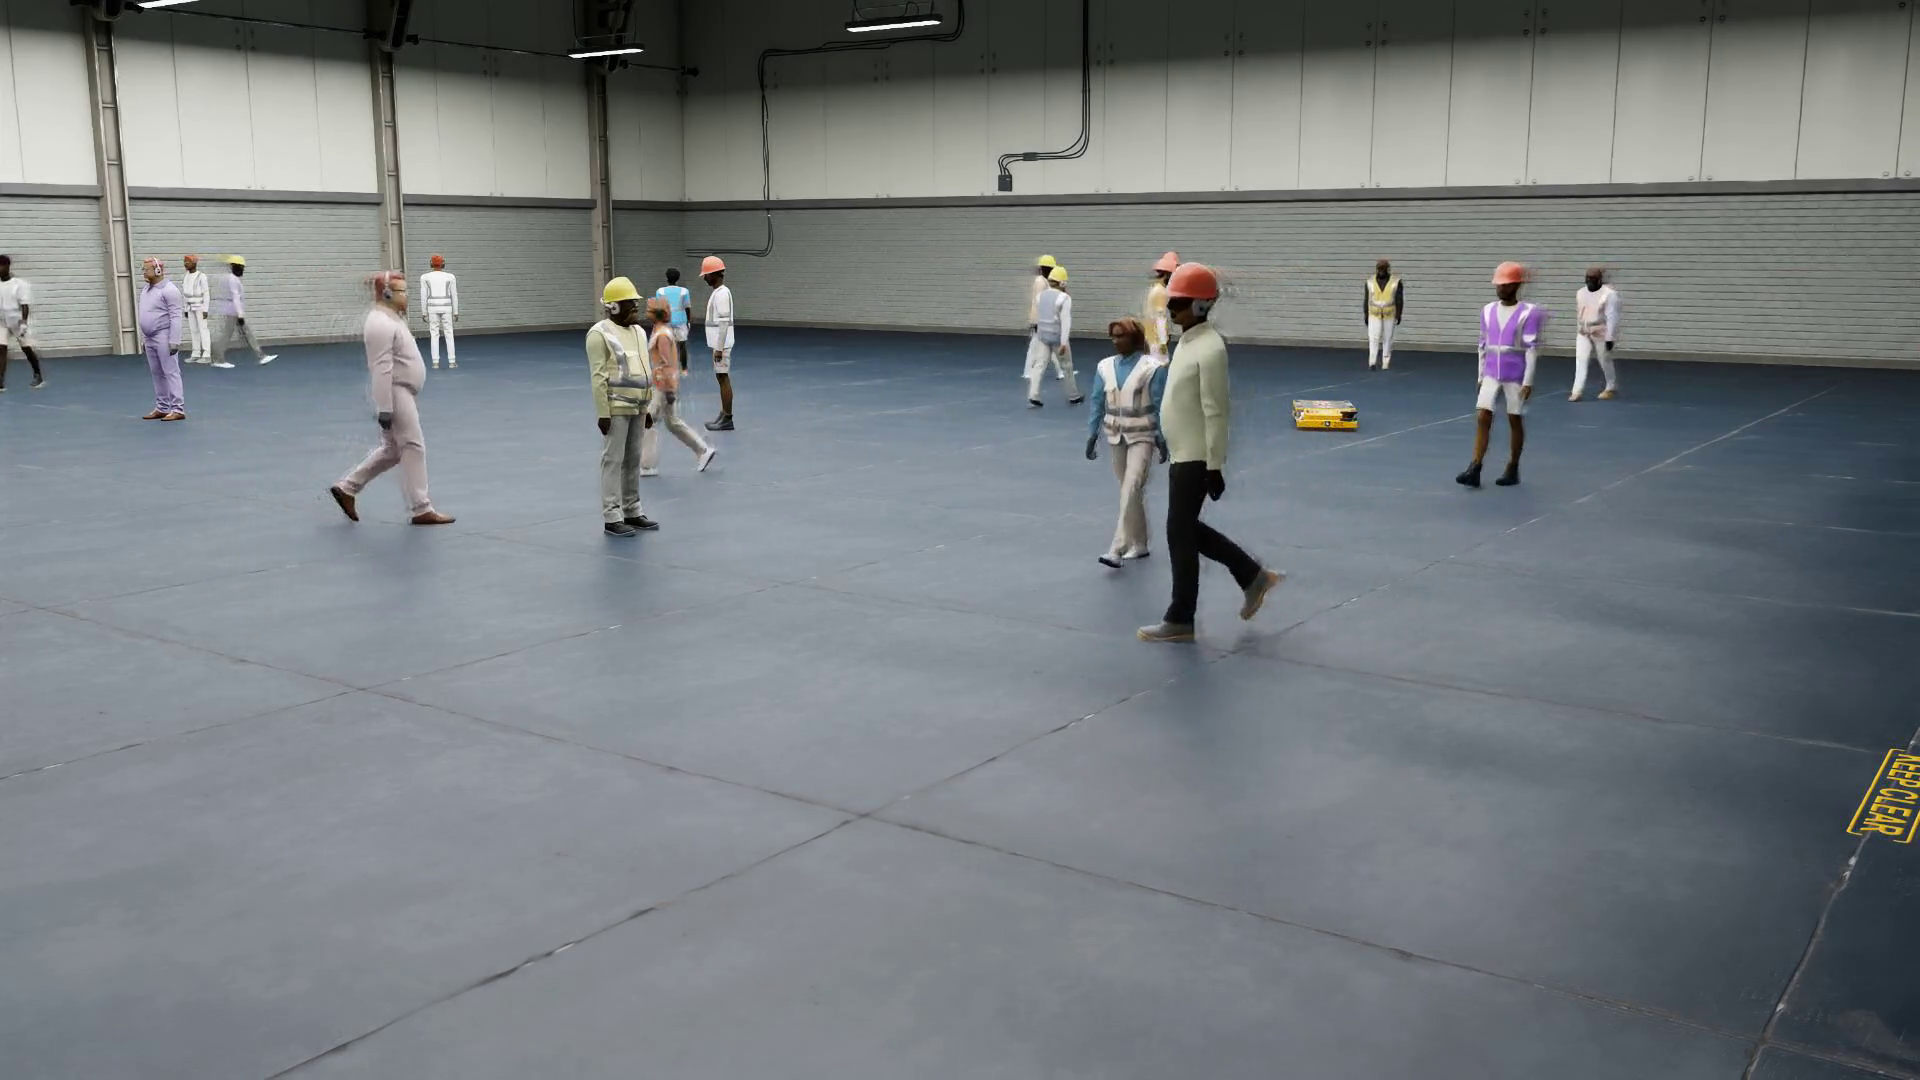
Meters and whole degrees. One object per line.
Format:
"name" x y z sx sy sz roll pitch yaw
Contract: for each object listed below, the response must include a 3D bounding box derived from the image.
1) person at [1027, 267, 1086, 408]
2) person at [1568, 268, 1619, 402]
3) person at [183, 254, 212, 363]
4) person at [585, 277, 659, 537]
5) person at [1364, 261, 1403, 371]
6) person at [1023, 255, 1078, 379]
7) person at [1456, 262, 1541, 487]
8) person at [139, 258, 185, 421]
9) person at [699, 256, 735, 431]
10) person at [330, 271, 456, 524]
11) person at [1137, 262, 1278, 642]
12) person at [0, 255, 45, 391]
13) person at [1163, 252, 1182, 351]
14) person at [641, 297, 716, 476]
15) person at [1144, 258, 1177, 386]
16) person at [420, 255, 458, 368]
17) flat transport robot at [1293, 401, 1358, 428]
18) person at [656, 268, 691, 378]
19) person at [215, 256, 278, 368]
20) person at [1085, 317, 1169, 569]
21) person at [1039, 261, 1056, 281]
"person" 1.193 -2.555 21.043 0.591 1.787 0.949 8 13 40
"person" 8.441 -2.708 21.966 1.013 1.773 0.630 -8 13 -39
"person" -13.268 -4.007 28.879 0.575 1.883 0.362 6 12 29
"person" -2.396 -0.952 11.893 0.403 1.837 0.590 4 11 23
"person" 6.898 -3.648 27.149 0.623 1.787 1.012 3 11 16
"person" 1.394 -3.385 25.389 0.919 1.890 0.591 1 10 3
"person" 4.553 -1.377 14.069 0.570 1.905 0.875 10 14 43
"person" -9.412 -2.352 19.541 0.652 1.906 0.409 7 12 33
"person" -2.699 -2.180 18.518 0.370 1.928 0.543 -2 10 -10
"person" -4.222 -1.034 12.236 0.822 1.883 0.650 -2 10 -13
"person" 1.307 -0.449 8.662 0.680 1.980 0.614 0 10 -2
"person" -13.430 -3.080 23.598 0.621 1.925 0.997 1 10 4
"person" 3.308 -3.574 26.294 0.356 1.936 0.551 2 10 13
"person" -2.602 -1.371 14.870 0.761 1.606 0.512 -2 10 -10
"person" 2.286 -2.416 19.936 0.752 1.896 0.609 0 10 3
"person" -8.662 -3.798 27.703 0.582 1.882 0.338 -3 11 -17
"flat transport robot" 4.181 -1.456 19.101 0.652 0.197 1.431 2 10 9
"person" -4.423 -3.349 25.706 0.541 1.698 0.315 -2 10 -12
"person" -12.016 -3.804 27.785 1.023 1.856 0.623 -4 11 -20
"person" 1.039 -0.617 10.678 0.541 1.599 0.835 9 13 40
"person" 1.907 -5.059 35.094 0.526 1.769 0.329 4 11 22
